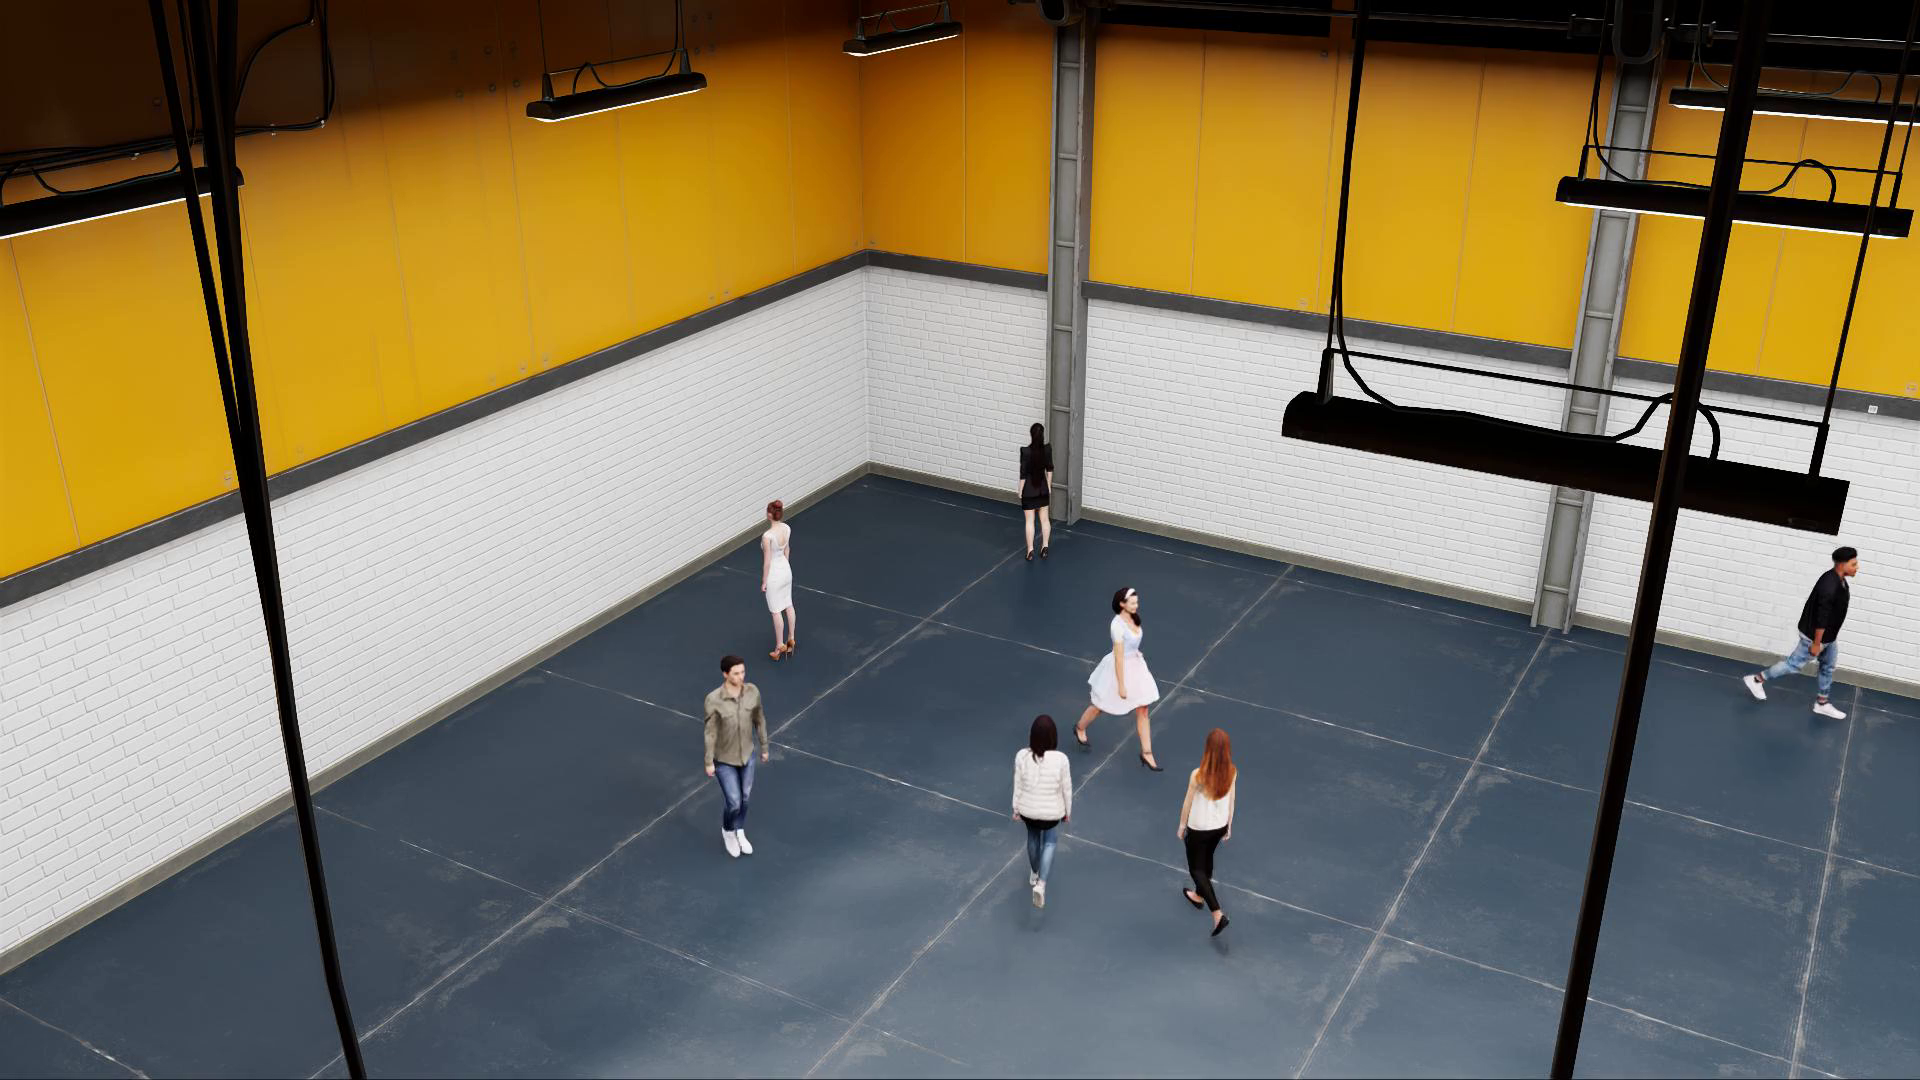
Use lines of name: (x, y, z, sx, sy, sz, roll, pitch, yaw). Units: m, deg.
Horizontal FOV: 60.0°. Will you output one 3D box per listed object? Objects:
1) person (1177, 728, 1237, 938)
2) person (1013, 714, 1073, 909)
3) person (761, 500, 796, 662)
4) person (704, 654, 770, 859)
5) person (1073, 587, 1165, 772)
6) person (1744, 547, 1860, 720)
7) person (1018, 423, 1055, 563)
person: (1.963, 2.283, 12.972, 0.920, 1.704, 1.063, -10, 26, -22)
person: (0.640, 2.179, 13.312, 0.956, 1.620, 0.862, 5, 24, 11)
person: (-1.874, 0.404, 17.158, 0.486, 1.793, 0.584, 15, 28, 31)
person: (-1.941, 1.769, 13.959, 0.815, 1.854, 0.785, -17, 29, -34)
person: (1.398, 1.260, 15.231, 1.192, 1.768, 0.668, 15, 28, 30)
person: (8.228, 0.860, 16.145, 1.219, 1.768, 0.823, 18, 29, 35)
person: (0.890, -0.571, 19.508, 0.678, 1.696, 0.706, -10, 26, -22)
